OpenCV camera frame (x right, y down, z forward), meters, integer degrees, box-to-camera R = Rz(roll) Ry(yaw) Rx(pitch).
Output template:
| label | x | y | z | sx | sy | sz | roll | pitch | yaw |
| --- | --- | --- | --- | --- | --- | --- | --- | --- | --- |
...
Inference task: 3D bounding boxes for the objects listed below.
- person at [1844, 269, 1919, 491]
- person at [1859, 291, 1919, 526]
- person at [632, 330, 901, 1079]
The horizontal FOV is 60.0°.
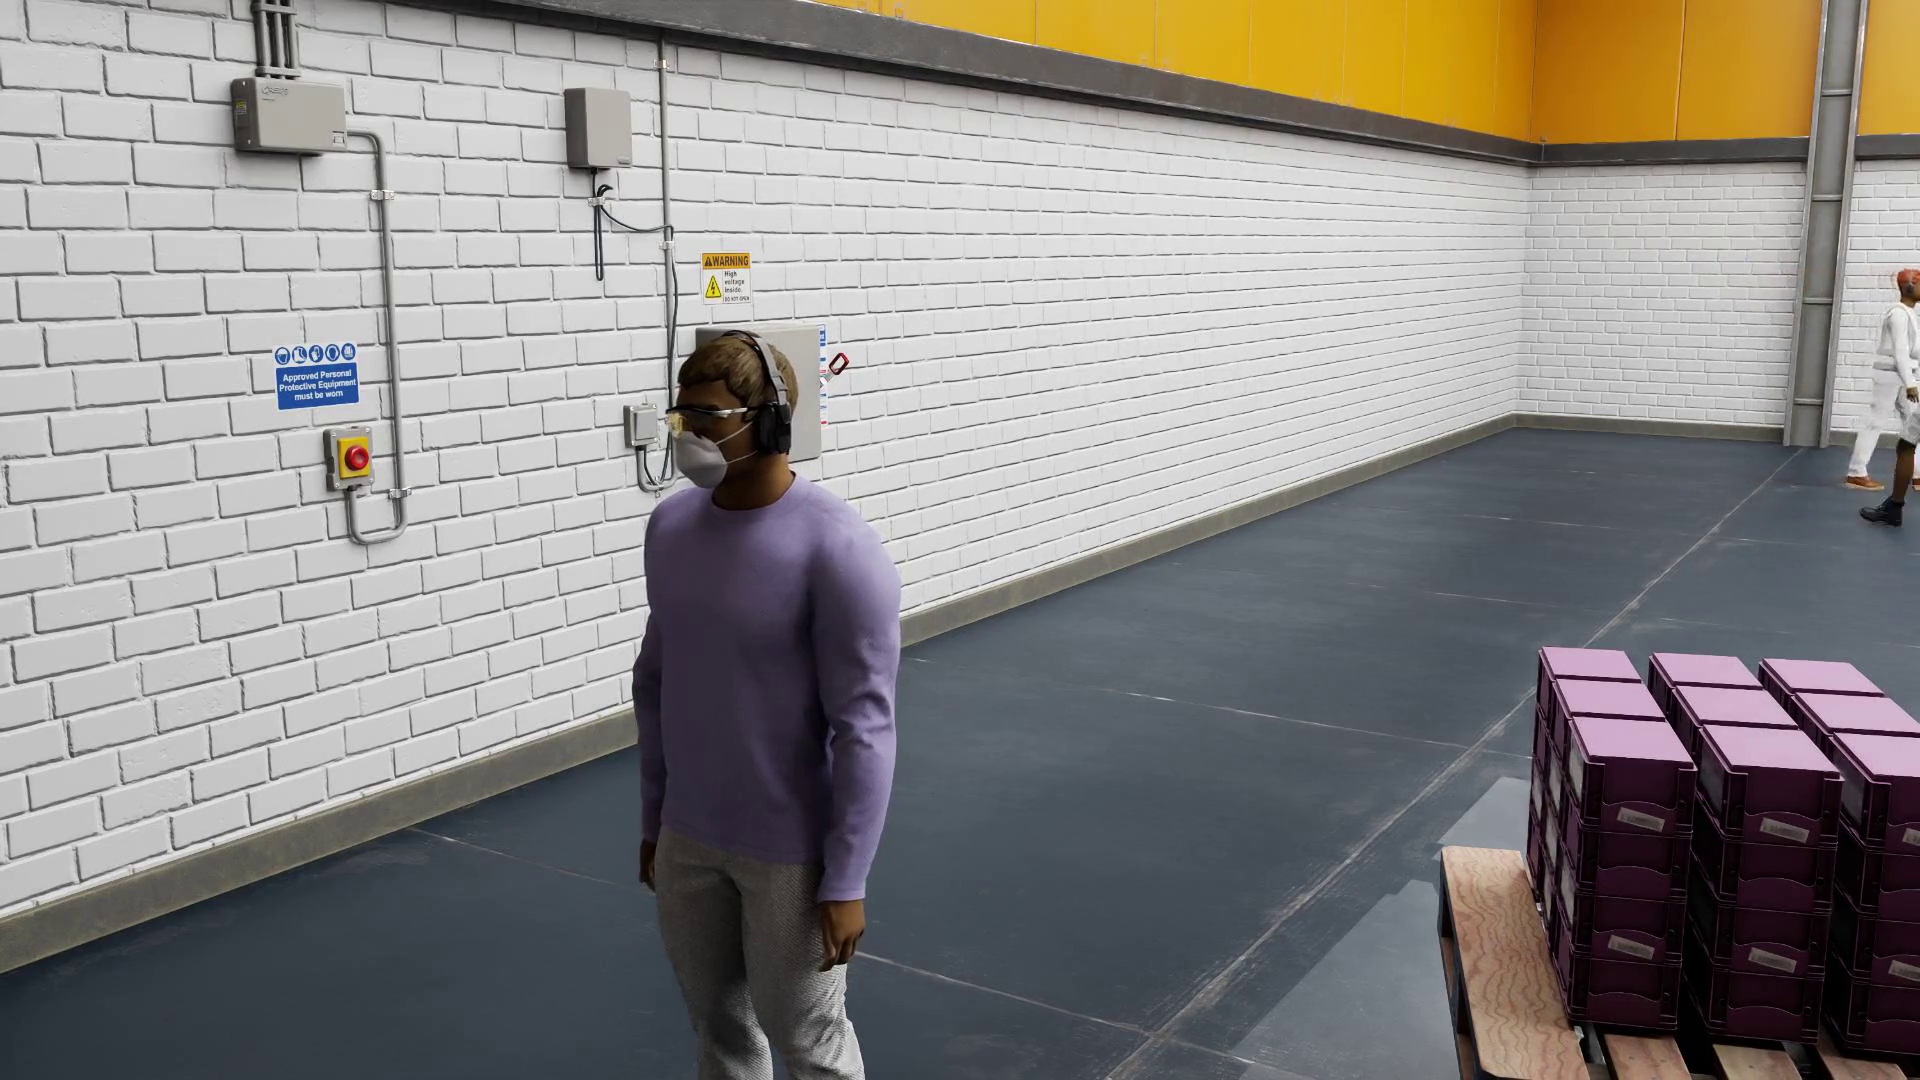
| label | x | y | z | sx | sy | sz | roll | pitch | yaw |
| --- | --- | --- | --- | --- | --- | --- | --- | --- | --- |
| person | 7.887 | -1.308 | 13.818 | 0.889 | 1.848 | 0.572 | 8 | 13 | 38 |
| person | 7.042 | -1.030 | 12.128 | 0.577 | 1.902 | 0.841 | -7 | 12 | -33 |
| person | -0.392 | 0.576 | 3.159 | 0.630 | 1.940 | 0.372 | 8 | 13 | 38 |
